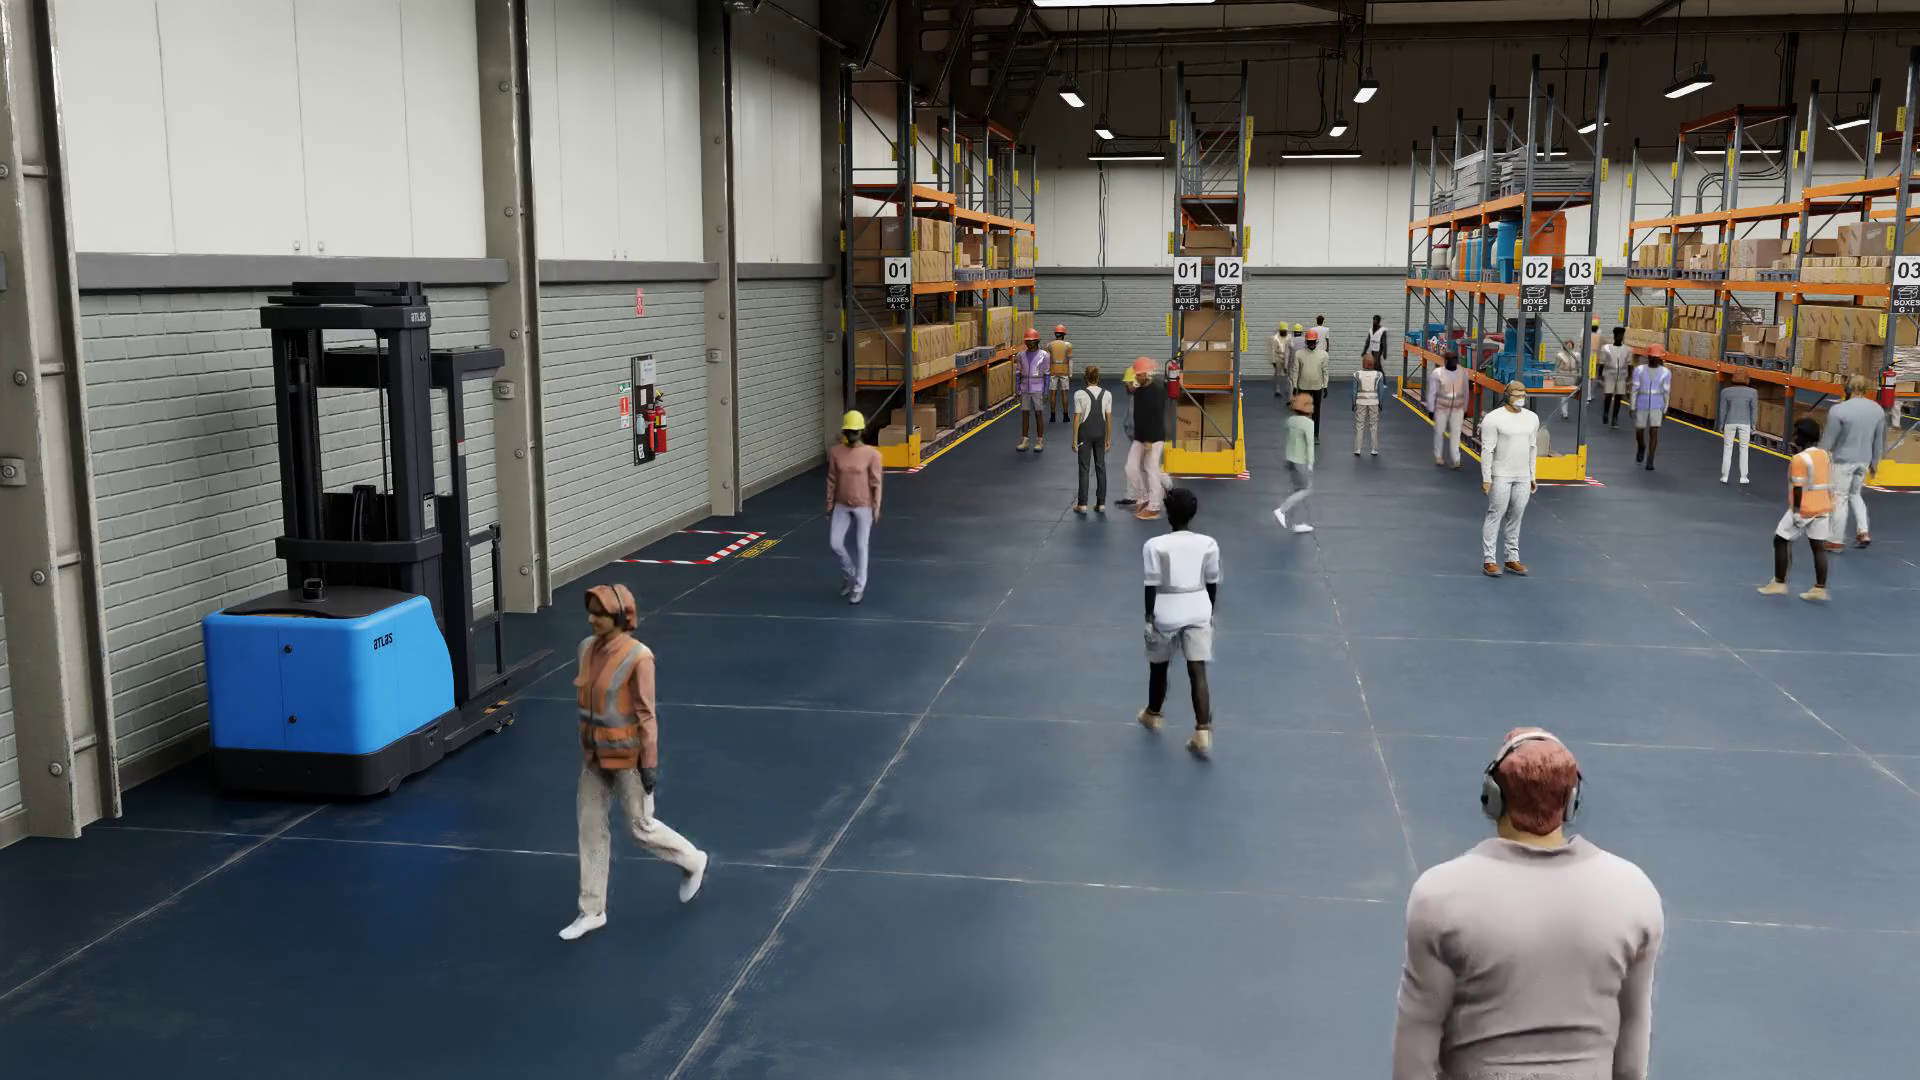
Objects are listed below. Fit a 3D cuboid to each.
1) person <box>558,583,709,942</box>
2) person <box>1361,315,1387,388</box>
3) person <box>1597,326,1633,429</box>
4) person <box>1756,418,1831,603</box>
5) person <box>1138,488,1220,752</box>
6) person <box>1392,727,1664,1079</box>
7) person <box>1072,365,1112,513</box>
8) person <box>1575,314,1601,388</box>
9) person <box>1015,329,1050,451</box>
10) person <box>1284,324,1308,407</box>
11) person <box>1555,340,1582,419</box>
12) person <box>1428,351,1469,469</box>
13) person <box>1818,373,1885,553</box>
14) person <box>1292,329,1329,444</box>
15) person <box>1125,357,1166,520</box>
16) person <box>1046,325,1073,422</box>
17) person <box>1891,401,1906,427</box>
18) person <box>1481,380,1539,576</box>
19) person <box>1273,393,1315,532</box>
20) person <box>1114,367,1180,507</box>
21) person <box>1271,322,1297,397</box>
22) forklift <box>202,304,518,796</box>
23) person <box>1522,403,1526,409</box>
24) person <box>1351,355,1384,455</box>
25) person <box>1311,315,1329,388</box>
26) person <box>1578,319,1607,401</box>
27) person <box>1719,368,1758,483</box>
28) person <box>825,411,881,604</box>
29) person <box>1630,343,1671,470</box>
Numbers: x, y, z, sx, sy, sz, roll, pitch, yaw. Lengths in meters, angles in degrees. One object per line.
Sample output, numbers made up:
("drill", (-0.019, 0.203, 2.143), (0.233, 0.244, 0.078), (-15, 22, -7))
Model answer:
("person", (-1.515, 0.980, 7.631), (0.521, 1.618, 0.709), (8, 12, 41))
("person", (10.588, -4.804, 42.536), (0.980, 1.868, 0.593), (-4, 10, -21))
("person", (12.523, -3.099, 31.760), (0.636, 1.945, 0.417), (1, 9, 7))
("person", (7.670, -0.278, 15.214), (0.551, 1.676, 0.672), (-5, 11, -30))
("person", (1.398, 0.488, 10.560), (0.545, 1.646, 0.888), (-2, 9, -14))
("person", (1.406, 1.410, 4.148), (0.650, 1.887, 0.709), (0, 9, -2))
("person", (1.649, -1.264, 20.792), (0.507, 1.842, 0.333), (-3, 10, -18))
("person", (16.211, -4.875, 42.827), (0.575, 1.912, 0.630), (-4, 10, -25))
("person", (1.197, -2.506, 27.813), (0.615, 2.042, 0.372), (4, 10, 24))
("person", (7.480, -3.881, 36.940), (0.600, 1.832, 0.404), (-1, 9, -5))
("person", (12.447, -3.293, 34.056), (0.515, 1.597, 0.848), (0, 9, 1))
("person", (7.497, -2.012, 25.556), (0.646, 1.793, 0.975), (0, 9, 3))
("person", (9.477, -0.818, 17.755), (0.655, 1.929, 0.444), (-2, 9, -13))
("person", (6.097, -2.667, 28.953), (0.619, 1.992, 0.396), (1, 9, 9))
("person", (2.238, -1.220, 20.113), (0.499, 1.967, 0.611), (-6, 11, -32))
("person", (1.981, -3.330, 33.255), (0.551, 1.923, 0.384), (1, 9, 7))
("person", (15.865, -2.508, 28.385), (0.613, 1.853, 0.847), (2, 9, 11))
("person", (5.451, -0.619, 16.499), (0.638, 1.937, 0.356), (-3, 10, -18))
("person", (3.849, -0.884, 19.104), (0.540, 1.615, 0.507), (-4, 10, -23))
("person", (2.405, -1.320, 21.277), (0.767, 1.797, 0.632), (0, 9, 3))
("person", (7.692, -4.259, 39.419), (0.607, 1.784, 0.904), (-2, 9, -10))
("forklift", (-3.673, -0.038, 10.147), (1.129, 2.768, 1.873), (1, 9, 9))
("person", (12.025, -3.778, 35.855), (0.647, 1.972, 0.642), (1, 9, 3))
("person", (6.657, -2.203, 27.184), (0.515, 1.641, 0.309), (2, 9, 12))
("person", (9.267, -4.870, 42.931), (0.515, 1.872, 0.328), (1, 9, 4))
("person", (14.664, -4.174, 38.620), (0.596, 1.866, 1.021), (2, 10, 14))
("person", (11.046, -1.623, 23.626), (0.500, 1.633, 0.286), (5, 10, 28))
("person", (-0.971, -0.298, 15.066), (0.553, 1.752, 0.360), (3, 10, 17))
("person", (10.540, -2.052, 25.401), (0.561, 1.917, 0.607), (4, 10, 23))
